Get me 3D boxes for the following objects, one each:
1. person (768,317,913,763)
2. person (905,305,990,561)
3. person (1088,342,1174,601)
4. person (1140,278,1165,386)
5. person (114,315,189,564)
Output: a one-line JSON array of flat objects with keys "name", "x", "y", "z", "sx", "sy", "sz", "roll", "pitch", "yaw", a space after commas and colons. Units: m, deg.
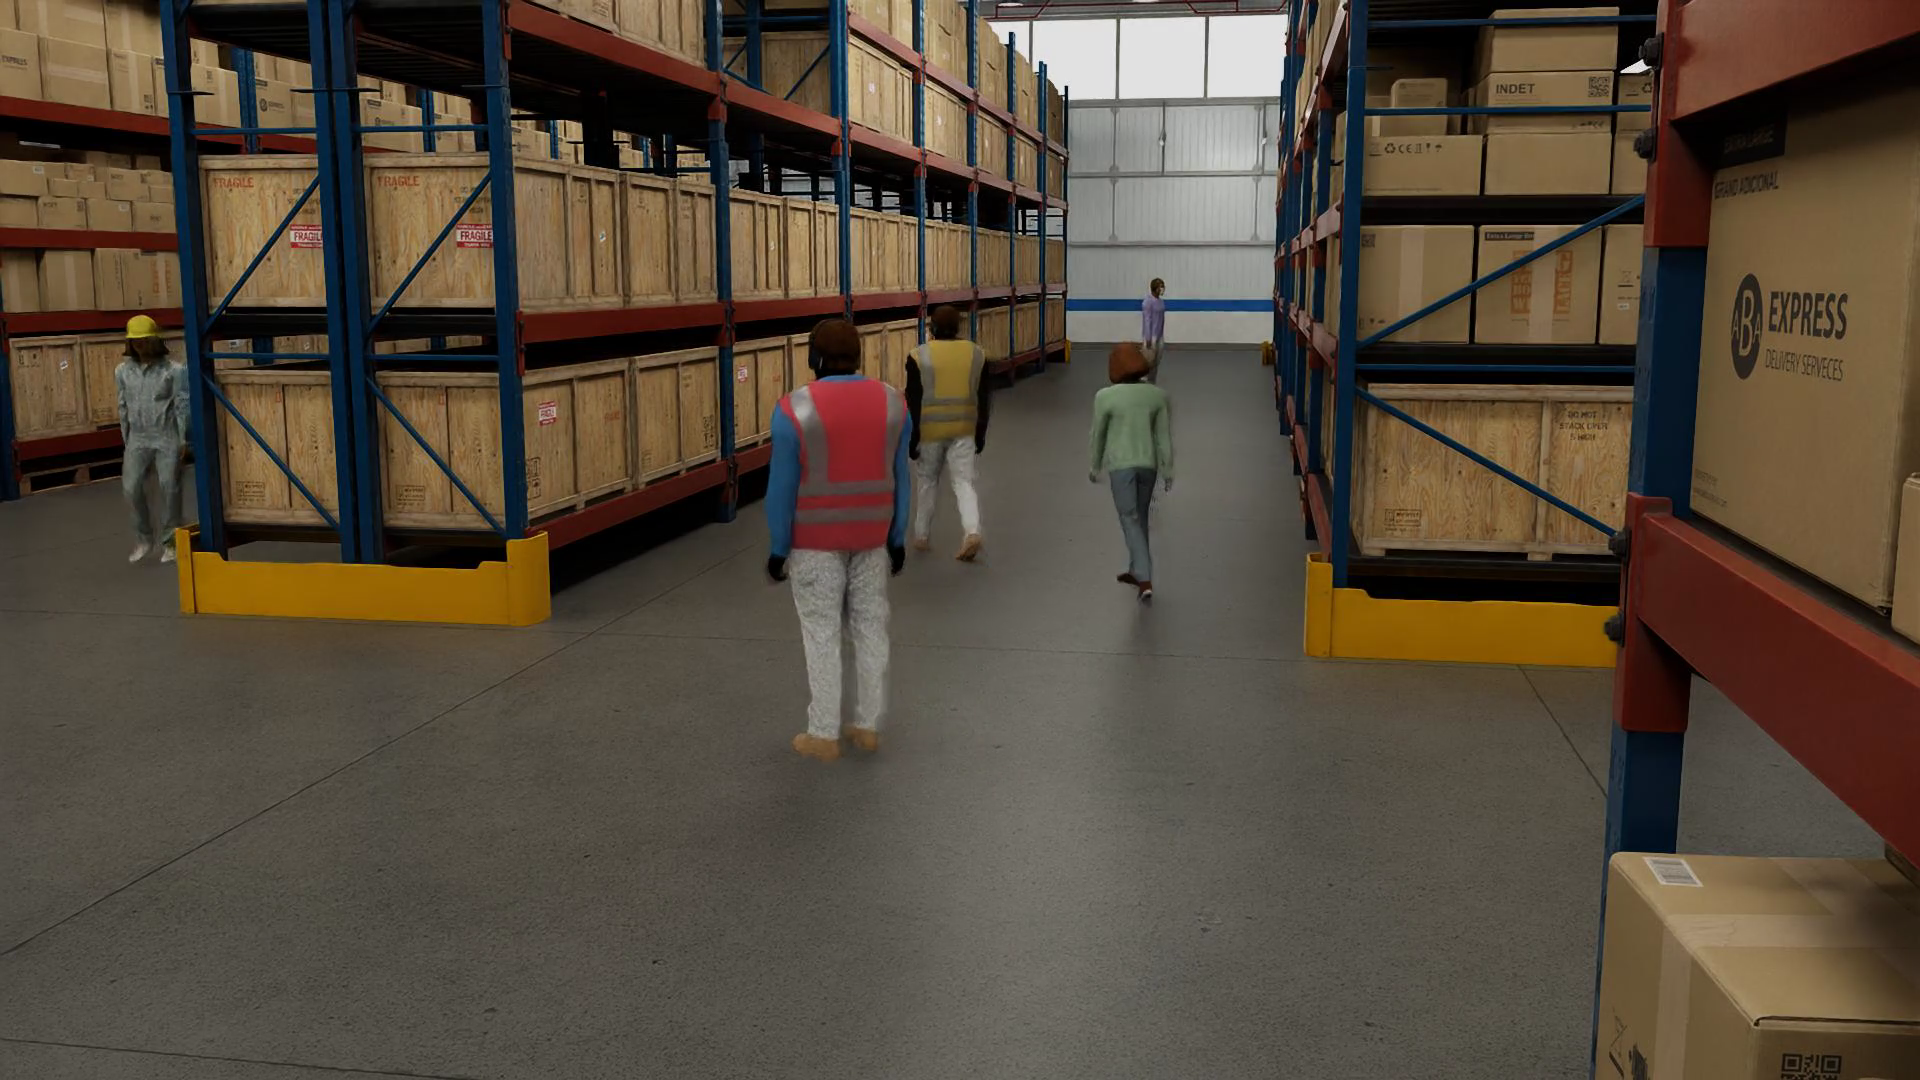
[{"name": "person", "x": -0.506, "y": -0.001, "z": 6.915, "sx": 0.636, "sy": 1.839, "sz": 0.429, "roll": -5, "pitch": 10, "yaw": -29}, {"name": "person", "x": -0.074, "y": -0.760, "z": 11.768, "sx": 0.640, "sy": 1.803, "sz": 0.920, "roll": -3, "pitch": 10, "yaw": -16}, {"name": "person", "x": 1.086, "y": -0.433, "z": 10.358, "sx": 0.494, "sy": 1.596, "sz": 0.800, "roll": -4, "pitch": 10, "yaw": -22}, {"name": "person", "x": 3.126, "y": -3.260, "z": 26.869, "sx": 0.369, "sy": 1.930, "sz": 0.627, "roll": 6, "pitch": 11, "yaw": 31}, {"name": "person", "x": -5.575, "y": -0.683, "z": 11.503, "sx": 0.490, "sy": 1.728, "sz": 0.466, "roll": -1, "pitch": 9, "yaw": -9}]
